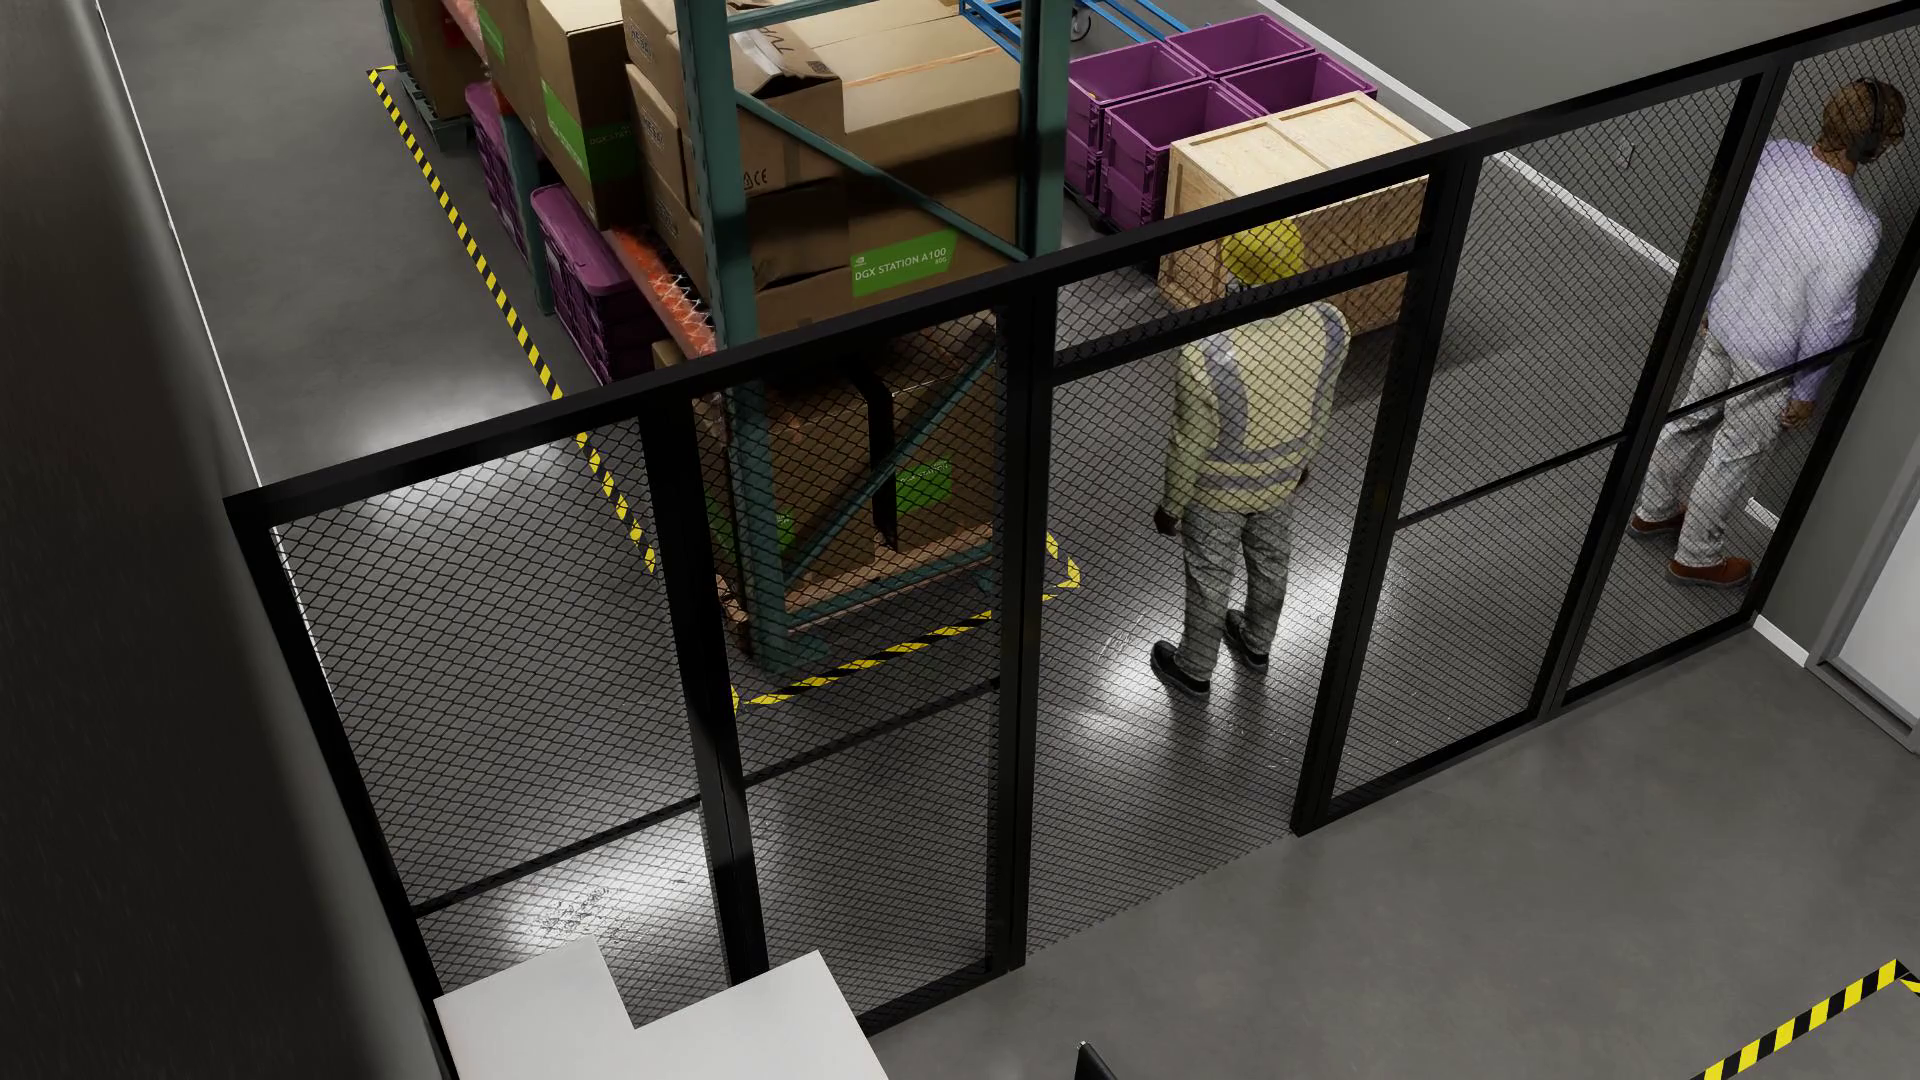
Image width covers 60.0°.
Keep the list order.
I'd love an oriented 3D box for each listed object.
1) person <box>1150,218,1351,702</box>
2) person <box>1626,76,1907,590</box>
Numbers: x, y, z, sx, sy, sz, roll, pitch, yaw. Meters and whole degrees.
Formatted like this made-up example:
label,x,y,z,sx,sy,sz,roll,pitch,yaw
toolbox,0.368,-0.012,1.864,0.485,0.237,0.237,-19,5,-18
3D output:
label,x,y,z,sx,sy,sz,roll,pitch,yaw
person,0.877,-0.227,5.270,0.591,1.834,0.404,-18,45,-19
person,2.739,-0.675,5.683,0.356,1.938,0.633,-8,43,-9
